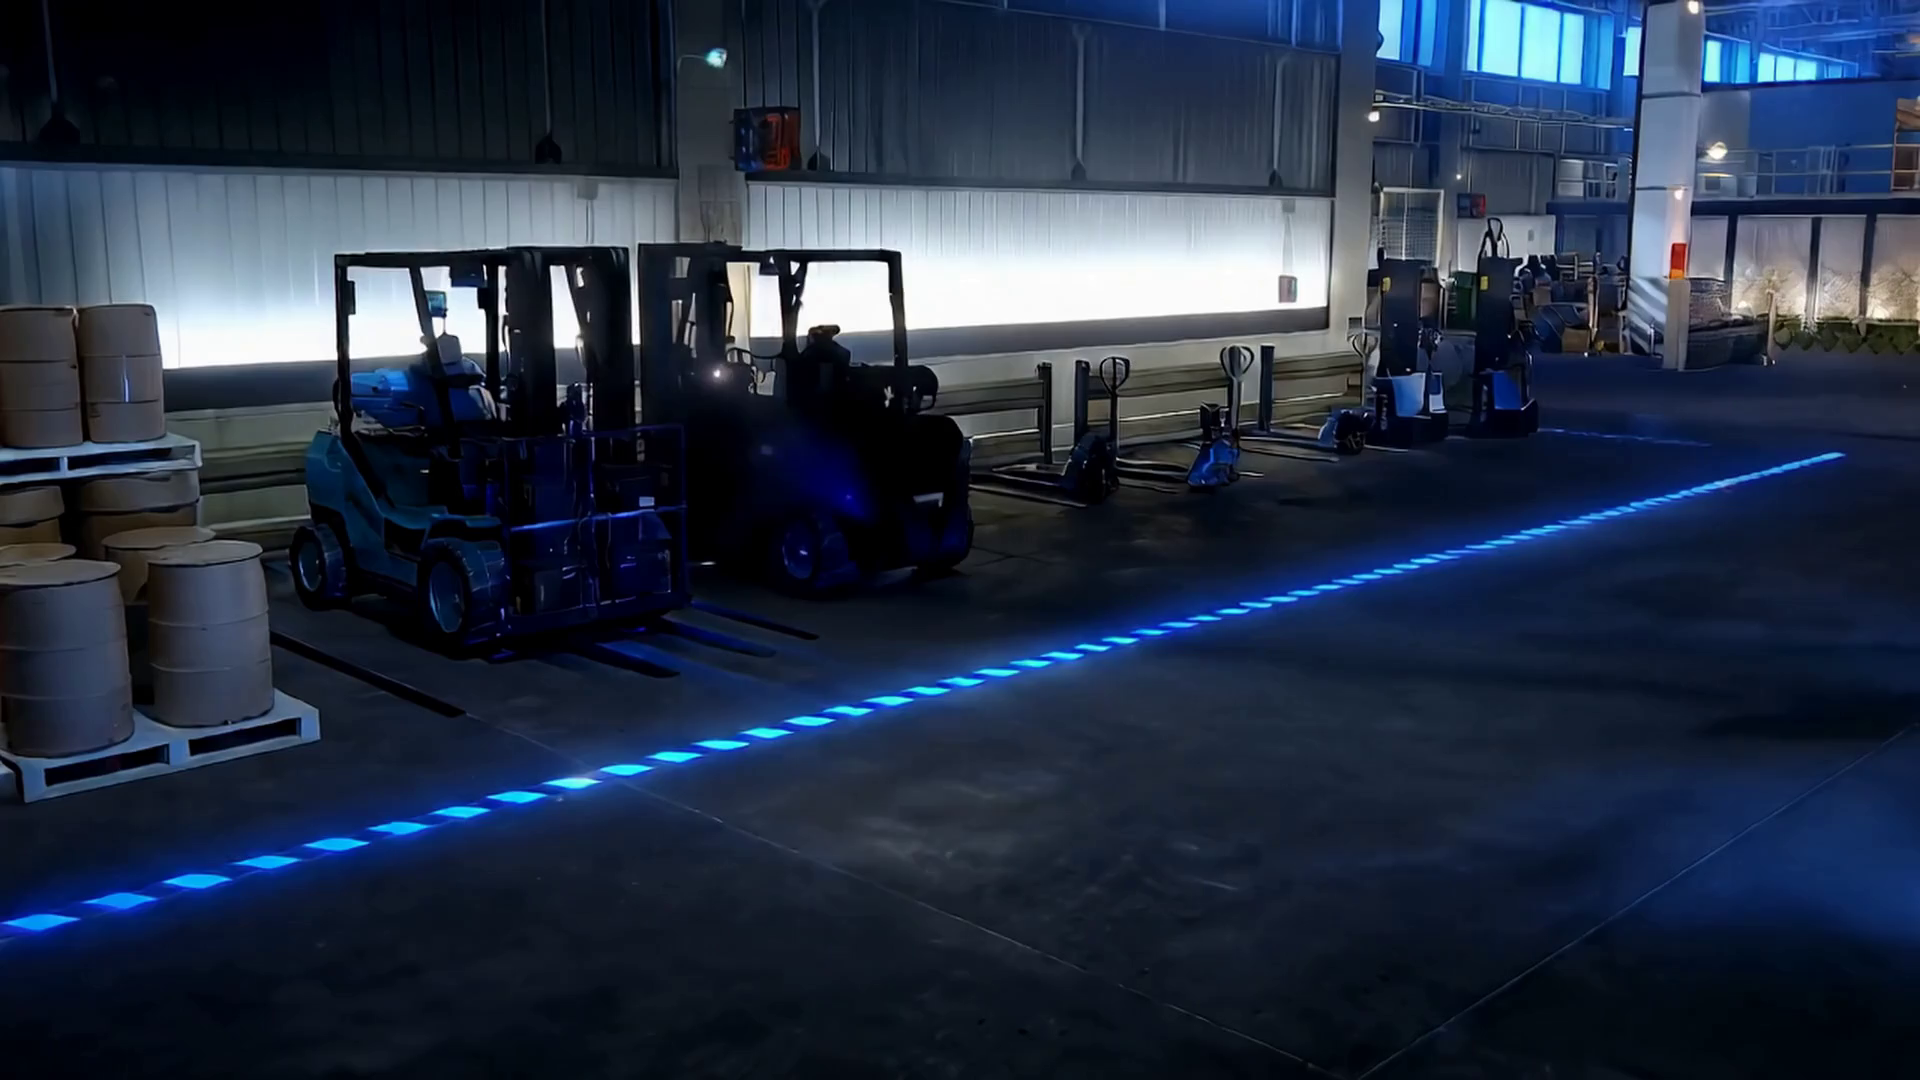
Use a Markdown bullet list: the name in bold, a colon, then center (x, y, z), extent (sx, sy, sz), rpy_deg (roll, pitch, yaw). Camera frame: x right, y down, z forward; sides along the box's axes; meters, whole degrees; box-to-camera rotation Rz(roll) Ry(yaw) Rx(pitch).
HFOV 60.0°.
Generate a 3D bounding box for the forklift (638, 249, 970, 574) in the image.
- **forklift**: center (-1.173, -0.958, 11.239), extent (2.680, 1.987, 1.157), rpy_deg (10, 14, 43)

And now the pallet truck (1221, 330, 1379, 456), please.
- **pallet truck**: center (3.563, -1.581, 17.381), extent (0.653, 1.274, 1.630), rpy_deg (-10, 14, -44)

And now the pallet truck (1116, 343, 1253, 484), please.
- **pallet truck**: center (1.962, -1.215, 15.415), extent (1.522, 1.261, 0.704), rpy_deg (10, 14, 43)

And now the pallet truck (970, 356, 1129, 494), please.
- **pallet truck**: center (0.784, -1.085, 14.876), extent (0.680, 1.201, 1.601), rpy_deg (-10, 14, -44)

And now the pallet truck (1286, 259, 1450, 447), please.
- **pallet truck**: center (4.493, -2.078, 18.196), extent (0.823, 1.965, 1.885), rpy_deg (-9, 14, -40)

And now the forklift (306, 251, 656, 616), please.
- **forklift**: center (-2.833, -0.669, 9.694), extent (1.157, 1.987, 2.680), rpy_deg (-10, 14, -44)

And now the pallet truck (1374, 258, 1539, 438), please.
- **pallet truck**: center (5.704, -2.208, 18.901), extent (1.885, 1.965, 0.823), rpy_deg (10, 14, 43)
